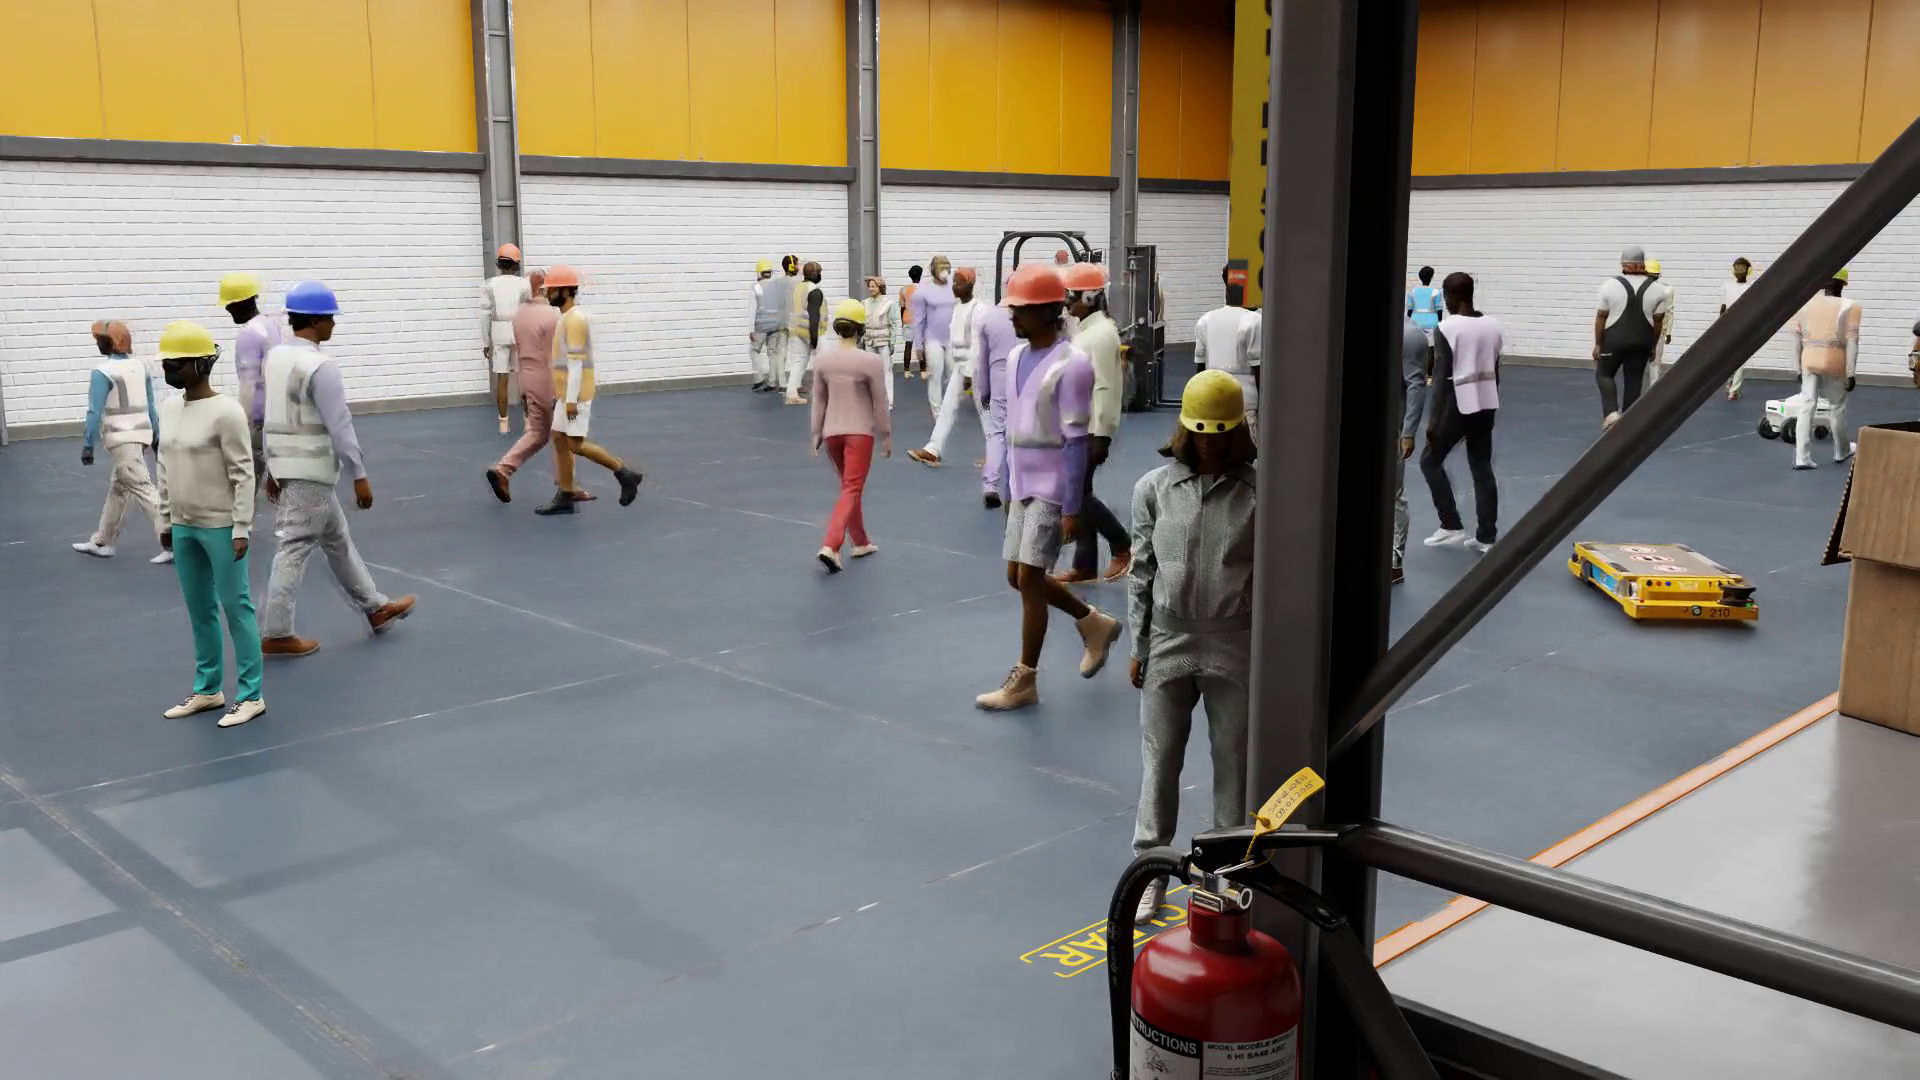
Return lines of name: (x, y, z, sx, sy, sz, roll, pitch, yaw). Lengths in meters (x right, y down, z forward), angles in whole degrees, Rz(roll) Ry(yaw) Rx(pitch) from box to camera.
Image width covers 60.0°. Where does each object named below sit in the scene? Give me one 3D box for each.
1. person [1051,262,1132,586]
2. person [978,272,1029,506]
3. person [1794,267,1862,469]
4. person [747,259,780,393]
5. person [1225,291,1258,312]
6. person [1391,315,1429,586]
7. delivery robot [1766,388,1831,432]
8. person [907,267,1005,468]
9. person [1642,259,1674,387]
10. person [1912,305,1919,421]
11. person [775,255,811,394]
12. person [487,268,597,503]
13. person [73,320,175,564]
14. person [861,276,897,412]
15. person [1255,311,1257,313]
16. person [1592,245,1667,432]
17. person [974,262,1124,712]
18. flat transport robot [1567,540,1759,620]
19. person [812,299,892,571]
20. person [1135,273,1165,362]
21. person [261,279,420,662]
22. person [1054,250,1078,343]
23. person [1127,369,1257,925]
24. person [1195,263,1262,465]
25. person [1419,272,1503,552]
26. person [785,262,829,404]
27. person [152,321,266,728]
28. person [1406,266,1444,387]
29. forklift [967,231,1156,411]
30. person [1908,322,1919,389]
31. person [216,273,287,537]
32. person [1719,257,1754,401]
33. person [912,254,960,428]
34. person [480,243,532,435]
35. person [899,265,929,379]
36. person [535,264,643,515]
person: (0.786, -0.677, 10.016, 0.475, 1.970, 0.634, -2, 11, -9)
person: (0.426, -1.202, 13.216, 0.660, 1.862, 0.990, 4, 11, 19)
person: (7.991, -1.594, 15.314, 1.018, 1.860, 0.605, -9, 14, -41)
person: (-2.650, -2.894, 22.551, 0.614, 1.810, 0.516, -7, 13, -34)
person: (1.996, -0.956, 11.898, 0.429, 1.842, 0.633, 8, 13, 37)
person: (2.556, -0.685, 10.165, 0.362, 1.936, 0.631, -6, 12, -32)
delivery robot: (8.746, -1.334, 17.218, 0.707, 0.478, 0.477, -1, 10, -5)
person: (-0.008, -1.551, 15.164, 0.982, 1.830, 0.606, -5, 12, -27)
person: (8.916, -2.714, 21.541, 0.589, 1.827, 0.403, 3, 11, 14)
person: (8.979, -1.538, 15.083, 0.430, 1.840, 0.625, -9, 14, -40)
person: (-2.297, -2.900, 22.449, 0.521, 1.864, 0.336, 7, 13, 35)
person: (-3.325, -1.202, 13.139, 0.787, 1.884, 0.650, -9, 14, -40)
person: (-5.454, -0.635, 10.840, 0.896, 1.589, 0.532, 1, 10, 6)
person: (-0.986, -2.356, 20.084, 0.514, 1.640, 0.315, 6, 12, 32)
person: (3.747, -2.871, 22.077, 0.378, 1.940, 0.628, 5, 11, 24)
person: (7.090, -2.118, 17.693, 0.713, 2.000, 0.536, 1, 10, 7)
person: (0.422, -0.241, 7.528, 0.734, 2.022, 0.611, -5, 12, -28)
flat transport robot: (4.100, 0.217, 9.788, 0.652, 0.197, 1.431, 1, 10, 5)
person: (-0.731, -0.681, 10.708, 0.532, 1.733, 0.866, 5, 12, 26)
person: (2.889, -3.467, 25.618, 0.545, 1.833, 0.401, -6, 12, -28)
person: (-3.205, -0.365, 8.504, 0.969, 1.897, 0.649, -10, 14, -43)
person: (1.613, -3.622, 26.275, 0.637, 1.904, 0.403, -7, 13, -35)
person: (0.749, 0.344, 5.104, 0.484, 1.736, 0.308, 2, 11, 10)
person: (1.916, -0.968, 11.625, 0.367, 1.966, 0.603, -10, 14, -43)
person: (3.390, -0.859, 11.243, 0.700, 1.884, 0.606, -6, 12, -30)
person: (-1.820, -2.603, 21.020, 0.874, 1.798, 0.651, -5, 12, -27)
person: (-3.299, -0.066, 7.252, 0.533, 1.768, 0.310, 5, 12, 26)
person: (6.571, -3.017, 23.528, 0.535, 1.700, 0.318, 6, 12, 31)
forklift: (1.222, -2.721, 20.561, 2.313, 2.155, 1.214, 2, 11, 13)
person: (3.519, 0.120, 5.994, 0.520, 1.860, 0.322, -8, 13, -37)
person: (-4.978, -0.921, 11.627, 0.903, 1.871, 0.639, -2, 11, -8)
person: (10.125, -2.739, 21.604, 0.509, 1.856, 0.497, 7, 13, 35)
person: (-0.209, -2.152, 18.189, 0.651, 1.927, 0.473, -4, 11, -21)
person: (-4.799, -2.141, 17.814, 0.616, 2.041, 0.382, -1, 10, -6)
person: (-0.652, -3.224, 24.686, 0.531, 1.694, 0.320, 4, 11, 21)
person: (-2.868, -1.137, 12.677, 0.728, 1.920, 0.543, -4, 11, -22)
